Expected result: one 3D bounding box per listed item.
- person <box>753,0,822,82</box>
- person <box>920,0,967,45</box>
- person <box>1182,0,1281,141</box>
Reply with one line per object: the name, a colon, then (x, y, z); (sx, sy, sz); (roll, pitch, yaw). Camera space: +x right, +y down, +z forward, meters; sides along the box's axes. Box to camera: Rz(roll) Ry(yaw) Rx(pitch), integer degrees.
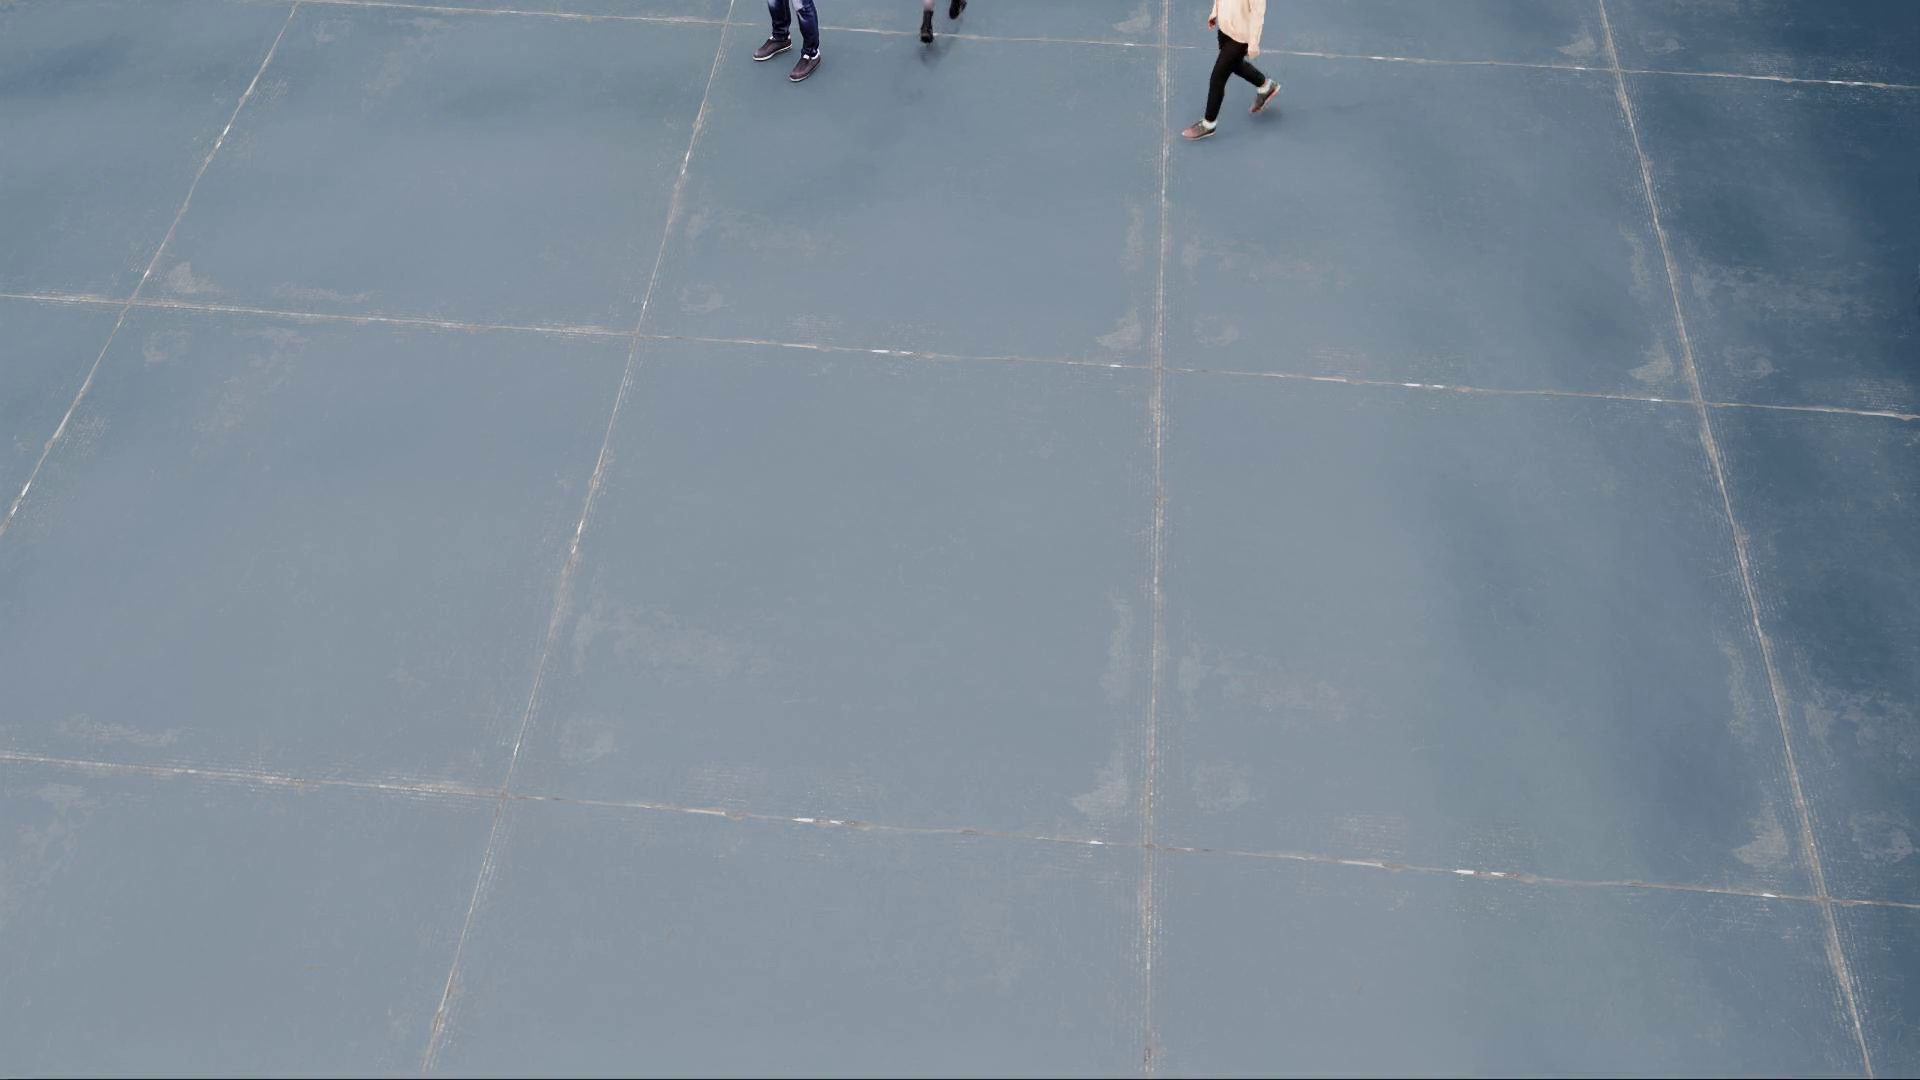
person: (-1.118, -3.755, 10.387); (0.755, 1.825, 0.861); (35, 60, 24)
person: (-0.133, -3.839, 10.808); (0.841, 1.263, 0.619); (10, 53, 7)
person: (1.739, -3.119, 10.126); (1.004, 1.460, 0.791); (-15, 54, -11)
